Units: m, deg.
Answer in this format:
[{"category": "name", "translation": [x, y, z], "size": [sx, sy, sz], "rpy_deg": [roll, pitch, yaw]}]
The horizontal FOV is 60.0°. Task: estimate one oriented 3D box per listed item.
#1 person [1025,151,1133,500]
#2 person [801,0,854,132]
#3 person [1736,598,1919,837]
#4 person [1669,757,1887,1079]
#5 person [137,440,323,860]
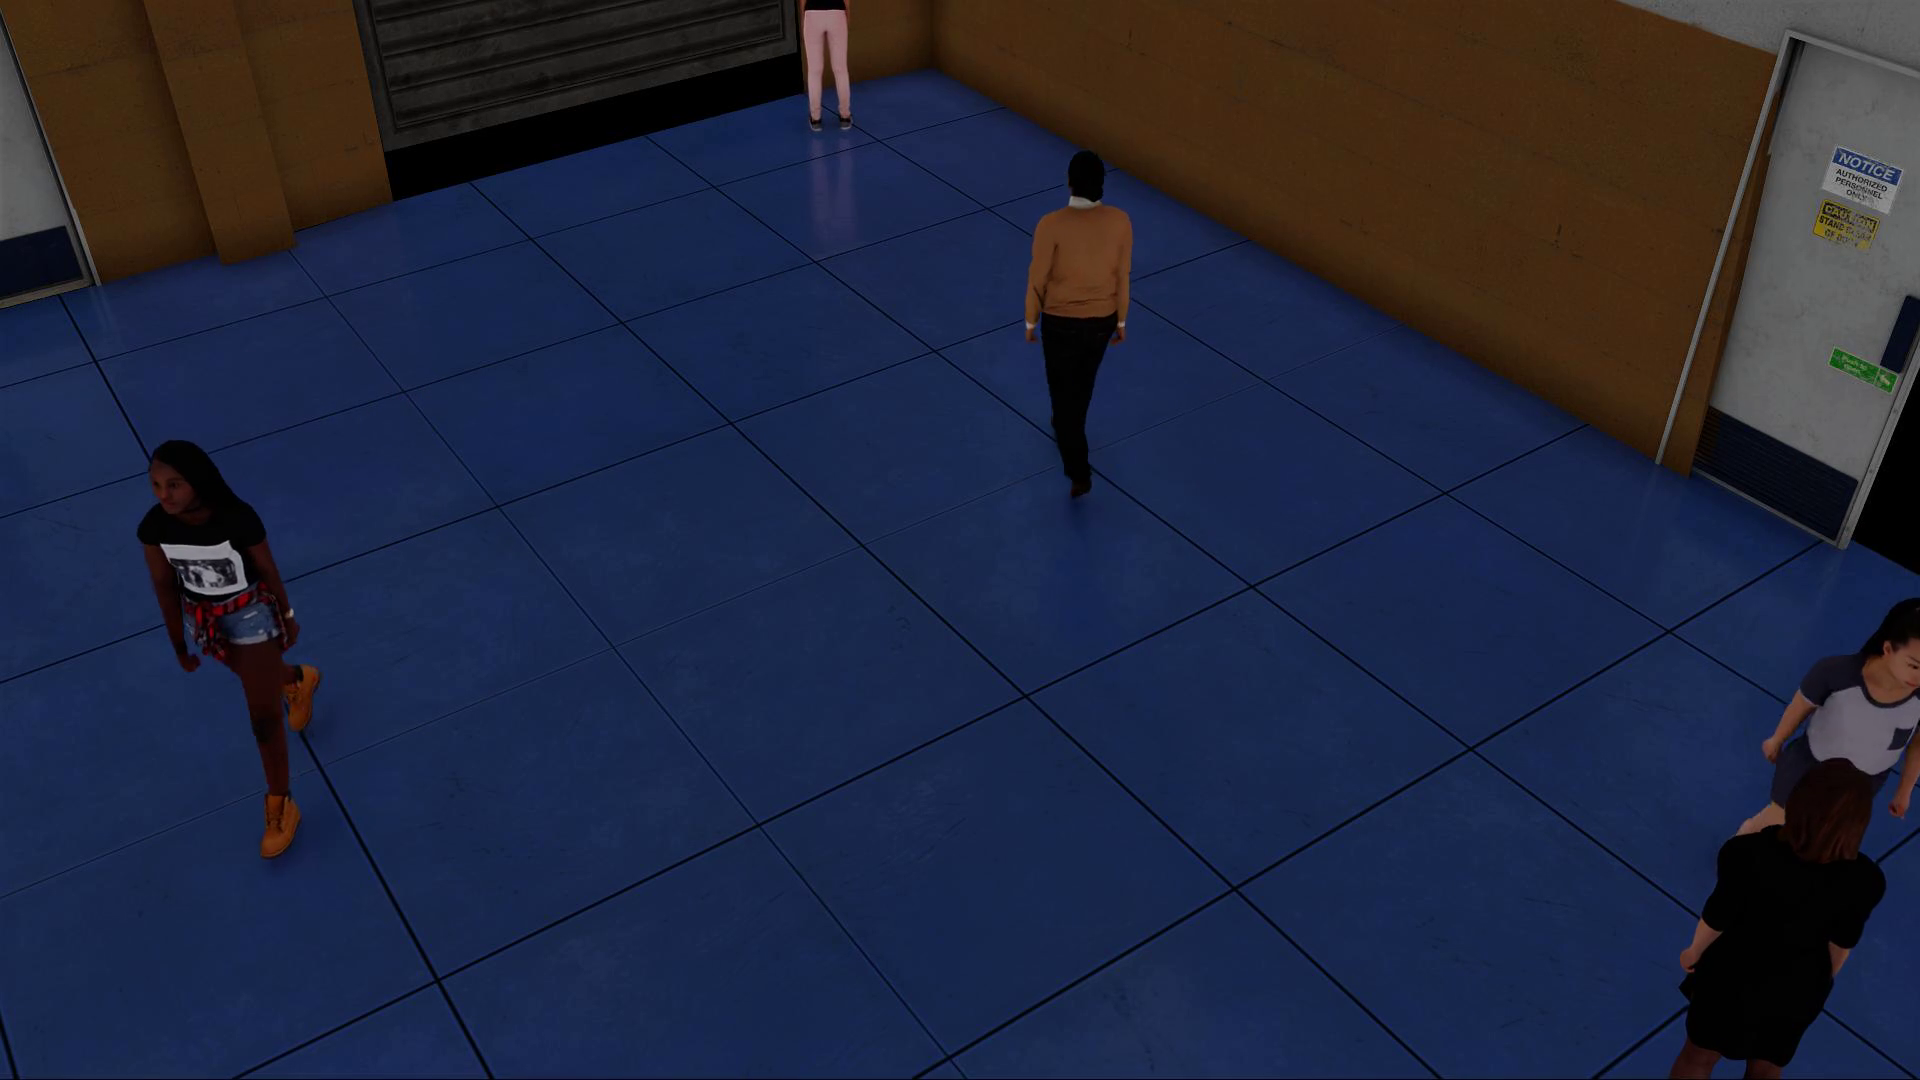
[{"category": "person", "translation": [0.588, -1.013, 8.053], "size": [1.159, 1.734, 0.993], "rpy_deg": [-9, 38, -11]}, {"category": "person", "translation": [-0.949, -3.656, 11.716], "size": [0.558, 1.563, 0.645], "rpy_deg": [-5, 37, -6]}, {"category": "person", "translation": [2.975, 0.771, 5.799], "size": [1.081, 1.585, 1.101], "rpy_deg": [6, 37, 7]}, {"category": "person", "translation": [2.392, 1.309, 4.968], "size": [0.658, 1.706, 0.689], "rpy_deg": [11, 38, 14]}, {"category": "person", "translation": [-2.722, 0.293, 6.353], "size": [1.179, 1.686, 1.115], "rpy_deg": [1, 37, 2]}]
